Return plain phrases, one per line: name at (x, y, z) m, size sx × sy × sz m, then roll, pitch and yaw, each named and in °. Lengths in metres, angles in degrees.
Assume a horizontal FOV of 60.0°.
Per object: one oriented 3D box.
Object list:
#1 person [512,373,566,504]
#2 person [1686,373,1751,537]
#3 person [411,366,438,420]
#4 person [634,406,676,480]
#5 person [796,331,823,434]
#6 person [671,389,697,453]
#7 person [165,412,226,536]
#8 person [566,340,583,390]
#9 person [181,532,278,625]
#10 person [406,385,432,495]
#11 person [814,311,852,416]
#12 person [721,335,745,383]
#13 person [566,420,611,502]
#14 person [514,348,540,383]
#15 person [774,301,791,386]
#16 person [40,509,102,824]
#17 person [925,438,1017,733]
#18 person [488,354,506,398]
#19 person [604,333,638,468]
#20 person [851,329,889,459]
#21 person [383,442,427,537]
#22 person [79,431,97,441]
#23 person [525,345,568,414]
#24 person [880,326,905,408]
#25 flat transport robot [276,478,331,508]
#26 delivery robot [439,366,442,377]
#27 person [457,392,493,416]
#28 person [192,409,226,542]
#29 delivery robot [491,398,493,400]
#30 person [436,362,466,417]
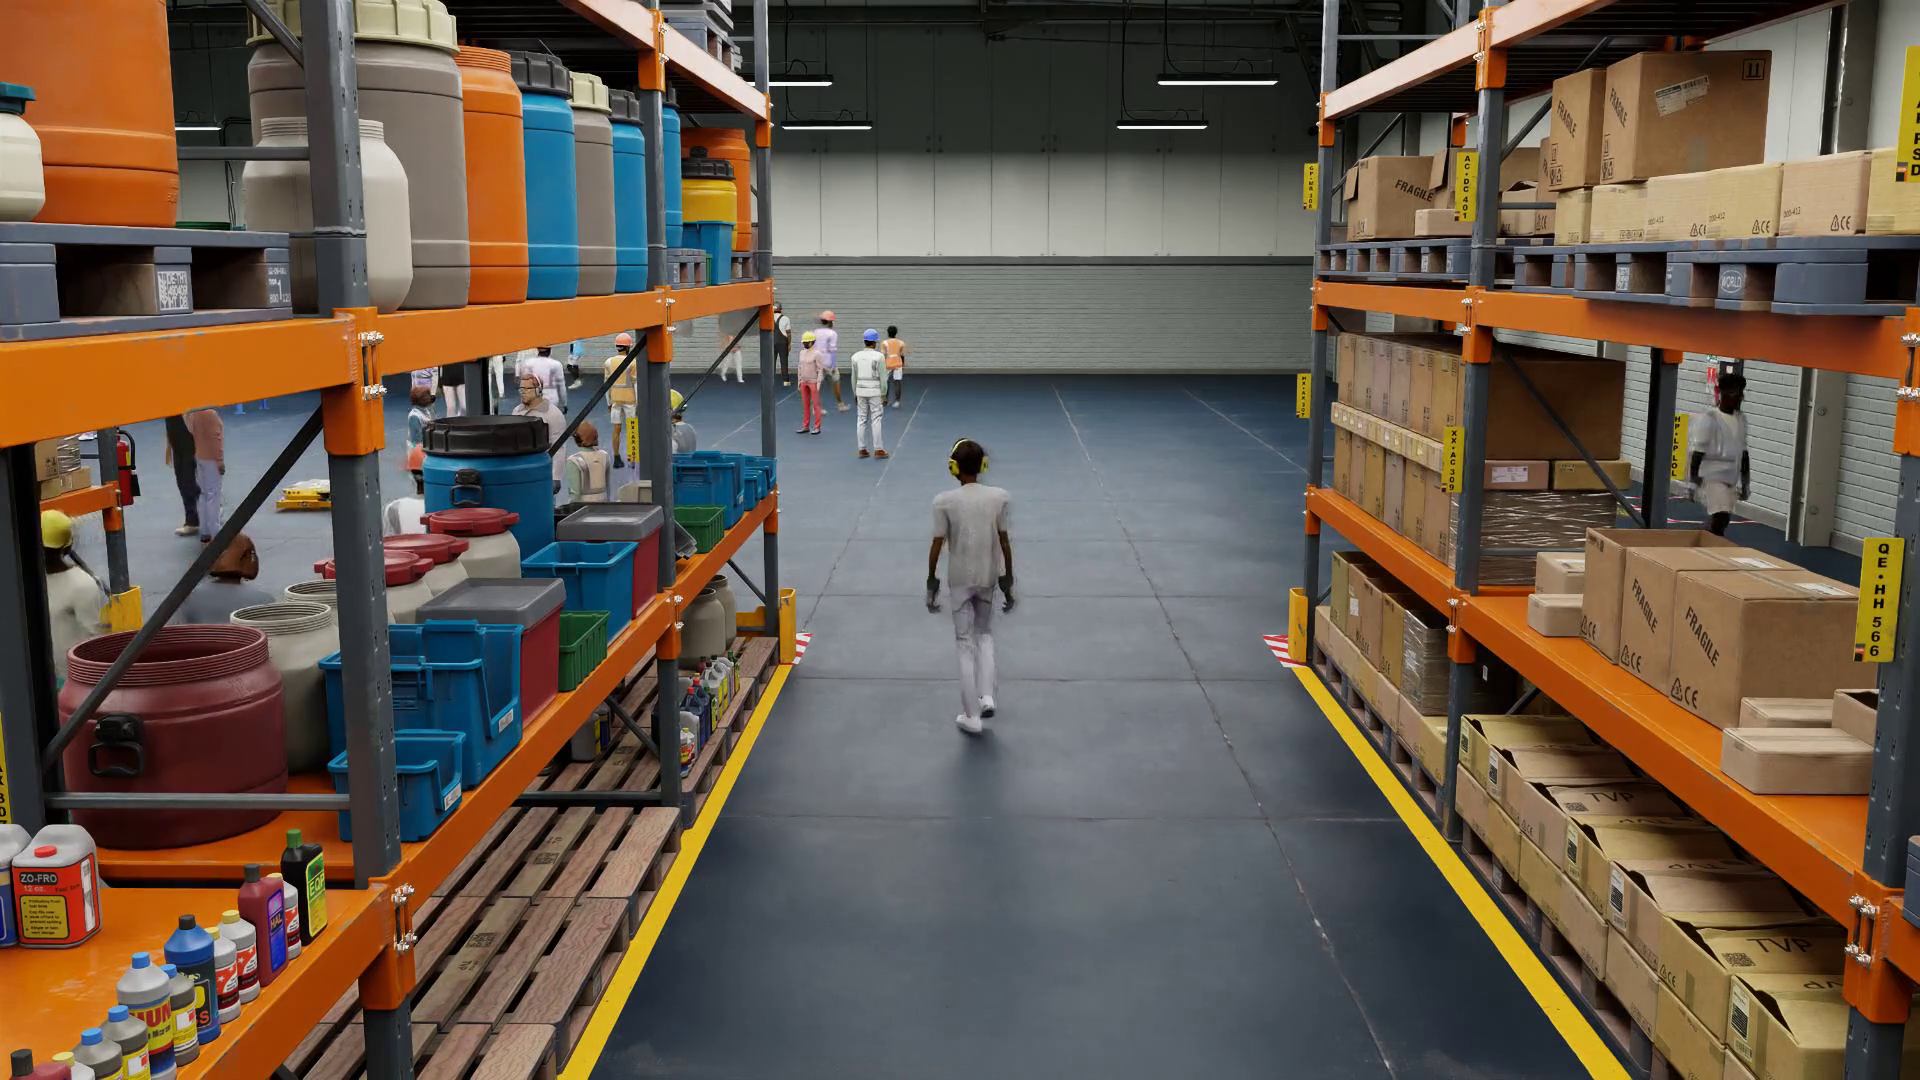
person at (-4.040, -0.624, 15.779) m, size 0.638 × 1.910 × 0.407 m, roll 5°, pitch 11°, yaw 28°
person at (6.998, -0.557, 15.252) m, size 0.652 × 1.944 × 0.530 m, roll -5°, pitch 11°, yaw -26°
person at (-8.416, -2.359, 26.109) m, size 0.587 × 1.930 × 0.362 m, roll 7°, pitch 12°, yaw 36°
person at (-2.447, -0.164, 13.014) m, size 0.529 × 1.910 × 0.633 m, roll -2°, pitch 10°, yaw -13°
person at (-2.605, -2.720, 28.769) m, size 0.523 × 1.767 × 0.318 m, roll 7°, pitch 12°, yaw 36°
person at (-2.547, -0.422, 14.789) m, size 0.403 × 1.835 × 0.588 m, roll 2°, pitch 10°, yaw 10°
person at (-8.421, -0.967, 18.122) m, size 0.529 × 1.819 × 0.493 m, roll 6°, pitch 11°, yaw 31°
person at (-8.983, -4.342, 38.691) m, size 0.388 × 1.695 × 0.552 m, roll 2°, pitch 10°, yaw 11°
person at (-3.626, 0.743, 8.453) m, size 0.535 × 1.609 × 0.655 m, roll 1°, pitch 10°, yaw 8°
person at (-5.853, -0.867, 18.093) m, size 0.317 × 1.626 × 0.569 m, roll -1°, pitch 10°, yaw -7°
person at (-2.521, -3.445, 32.406) m, size 0.613 × 2.003 × 0.976 m, roll 7°, pitch 12°, yaw 35°
person at (-5.622, -4.699, 41.042) m, size 0.520 × 1.613 × 0.741 m, roll -9°, pitch 13°, yaw -42°
person at (-3.111, -0.187, 13.973) m, size 0.311 × 1.636 × 0.523 m, roll 5°, pitch 11°, yaw 27°
person at (-7.948, -3.049, 30.665) m, size 0.595 × 1.792 × 0.858 m, roll 4°, pitch 10°, yaw 21°
person at (-4.381, -4.717, 40.029) m, size 0.681 × 2.000 × 0.538 m, roll 1°, pitch 9°, yaw 4°
person at (-4.557, 0.692, 8.408) m, size 0.553 × 1.730 × 0.383 m, roll 4°, pitch 10°, yaw 22°
person at (0.058, 0.283, 10.502) m, size 0.573 × 1.851 × 0.419 m, roll -3°, pitch 10°, yaw -19°
person at (-10.268, -4.044, 36.464) m, size 0.619 × 1.845 × 0.430 m, roll -3°, pitch 10°, yaw -17°
person at (-4.837, -2.010, 23.994) m, size 0.553 × 1.935 × 0.361 m, roll 3°, pitch 10°, yaw 16°
person at (-1.357, -2.217, 25.195) m, size 0.602 × 1.949 × 0.394 m, roll 5°, pitch 11°, yaw 29°
person at (-3.209, 0.345, 10.039) m, size 0.559 × 1.895 × 0.977 m, roll 1°, pitch 10°, yaw 4°
person at (-14.547, -2.610, 27.701) m, size 0.407 × 1.902 × 0.639 m, roll 3°, pitch 10°, yaw 20°
person at (-5.994, -2.014, 24.172) m, size 0.568 × 1.882 × 0.988 m, roll 1°, pitch 9°, yaw 3°
person at (-1.400, -3.537, 33.959) m, size 0.551 × 1.650 × 0.872 m, roll -3°, pitch 10°, yaw -20°
flat transport robot at (-7.928, -0.594, 20.619) m, size 0.652 × 0.197 × 1.431 m, roll -1°, pitch 9°, yaw -6°
delivery robot at (-12.307, -3.932, 39.484) m, size 0.707 × 0.478 × 0.477 m, roll 6°, pitch 11°, yaw 32°
person at (-9.040, -3.087, 30.888) m, size 0.649 × 1.791 × 0.952 m, roll 4°, pitch 10°, yaw 23°
person at (-7.861, -0.838, 17.488) m, size 0.310 × 1.768 × 0.533 m, roll -9°, pitch 13°, yaw -44°
delivery robot at (-9.205, -2.837, 32.152) m, size 0.335 × 0.223 × 0.698 m, roll -2°, pitch 10°, yaw -14°
person at (-8.240, -2.551, 27.140) m, size 0.692 × 1.966 × 0.514 m, roll -3°, pitch 10°, yaw -16°
